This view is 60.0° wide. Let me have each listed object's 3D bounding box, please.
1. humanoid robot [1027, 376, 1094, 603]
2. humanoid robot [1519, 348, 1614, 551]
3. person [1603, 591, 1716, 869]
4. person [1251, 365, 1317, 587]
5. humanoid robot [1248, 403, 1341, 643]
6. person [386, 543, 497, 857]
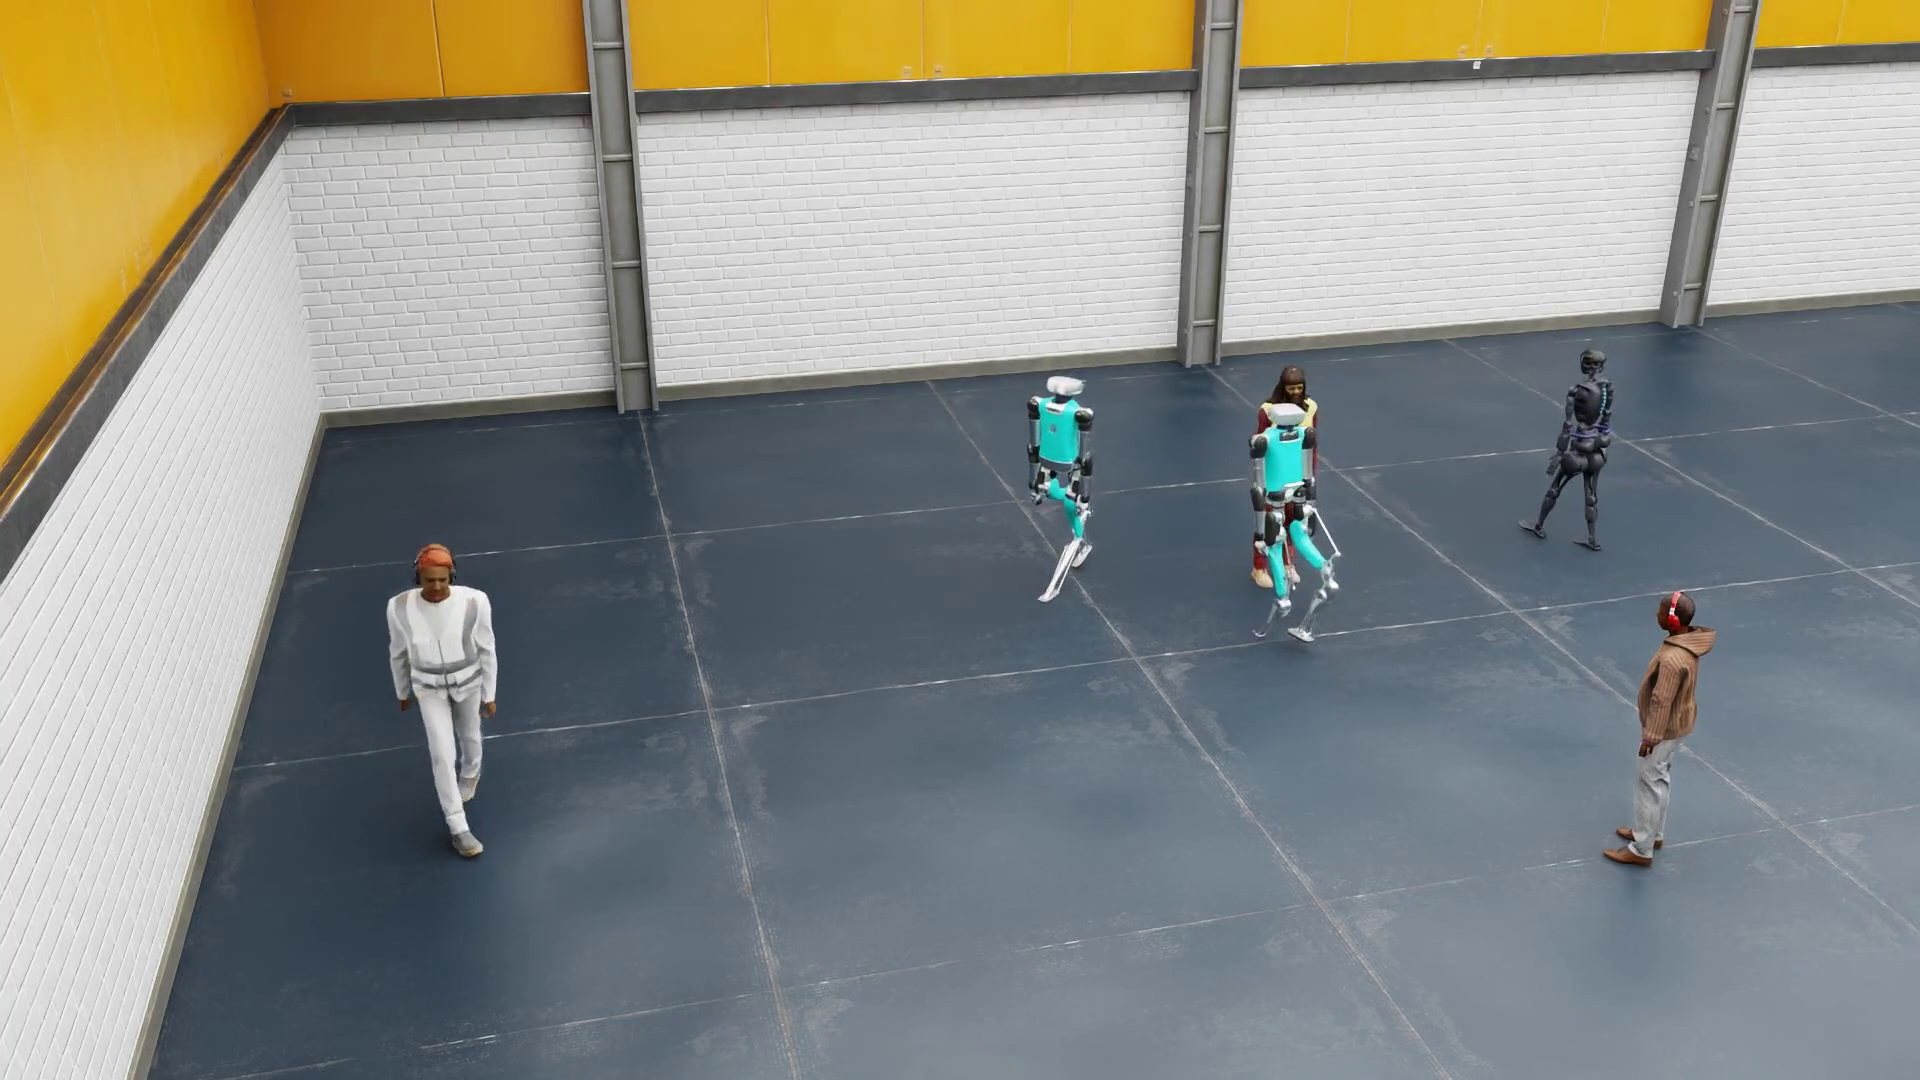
[{"bbox_3d":[0.890,-0.469,12.671,0.535,1.786,1.016,15,28,30],"label":"humanoid robot"},{"bbox_3d":[4.958,-0.754,13.344,0.613,1.633,0.658,-15,28,-30],"label":"humanoid robot"},{"bbox_3d":[3.917,1.050,9.266,0.325,1.642,0.478,14,28,30],"label":"person"},{"bbox_3d":[2.447,-0.498,12.644,0.478,1.762,0.374,-8,25,-17],"label":"person"},{"bbox_3d":[2.376,0.010,11.604,0.537,1.823,0.817,-12,26,-25],"label":"humanoid robot"},{"bbox_3d":[-2.944,0.830,9.544,0.576,1.840,0.912,-8,25,-17],"label":"person"}]
